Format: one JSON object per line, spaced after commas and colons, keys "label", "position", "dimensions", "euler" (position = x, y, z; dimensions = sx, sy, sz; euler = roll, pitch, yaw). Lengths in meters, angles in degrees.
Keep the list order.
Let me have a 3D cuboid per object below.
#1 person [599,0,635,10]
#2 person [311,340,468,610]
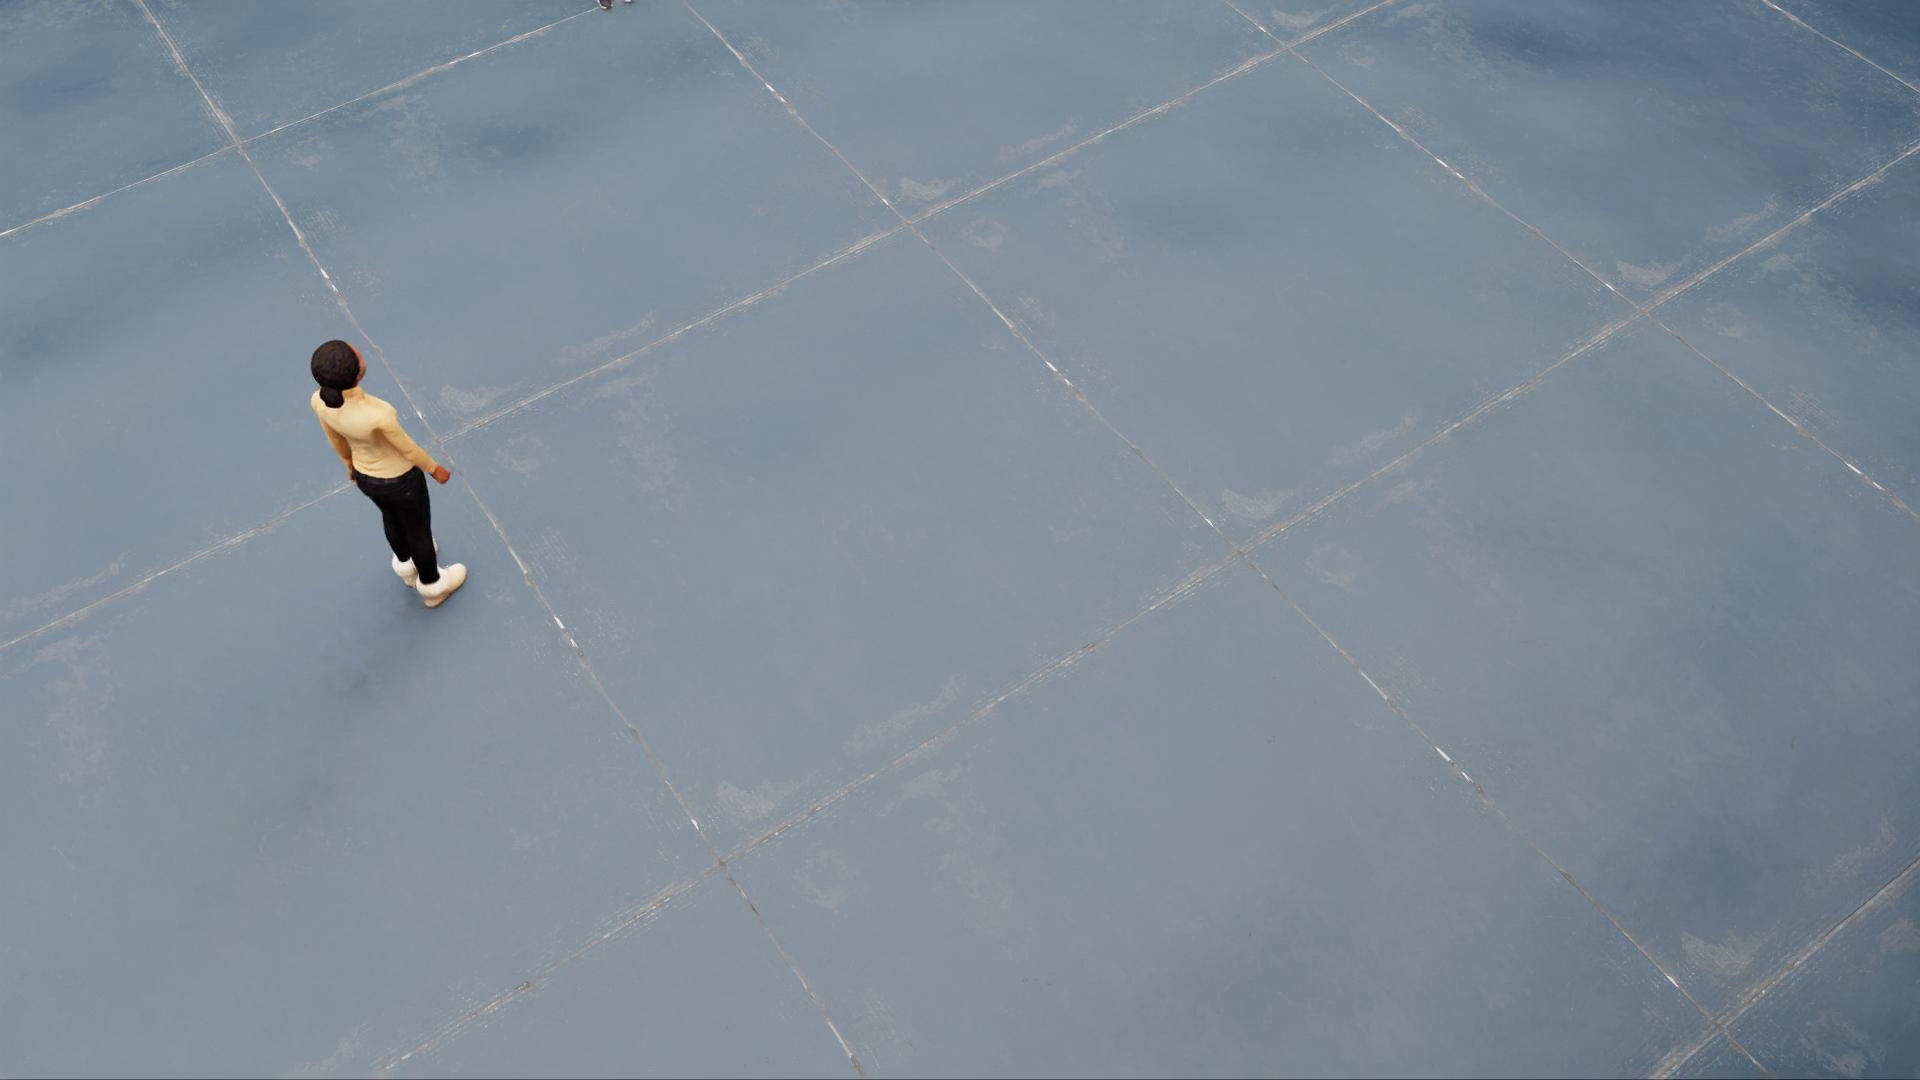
{"label": "person", "position": [-2.326, -4.005, 10.810], "dimensions": [0.433, 1.112, 0.462], "euler": [-28, 57, -20]}
{"label": "person", "position": [-2.611, -0.264, 7.569], "dimensions": [0.688, 1.658, 0.771], "euler": [18, 54, 14]}
